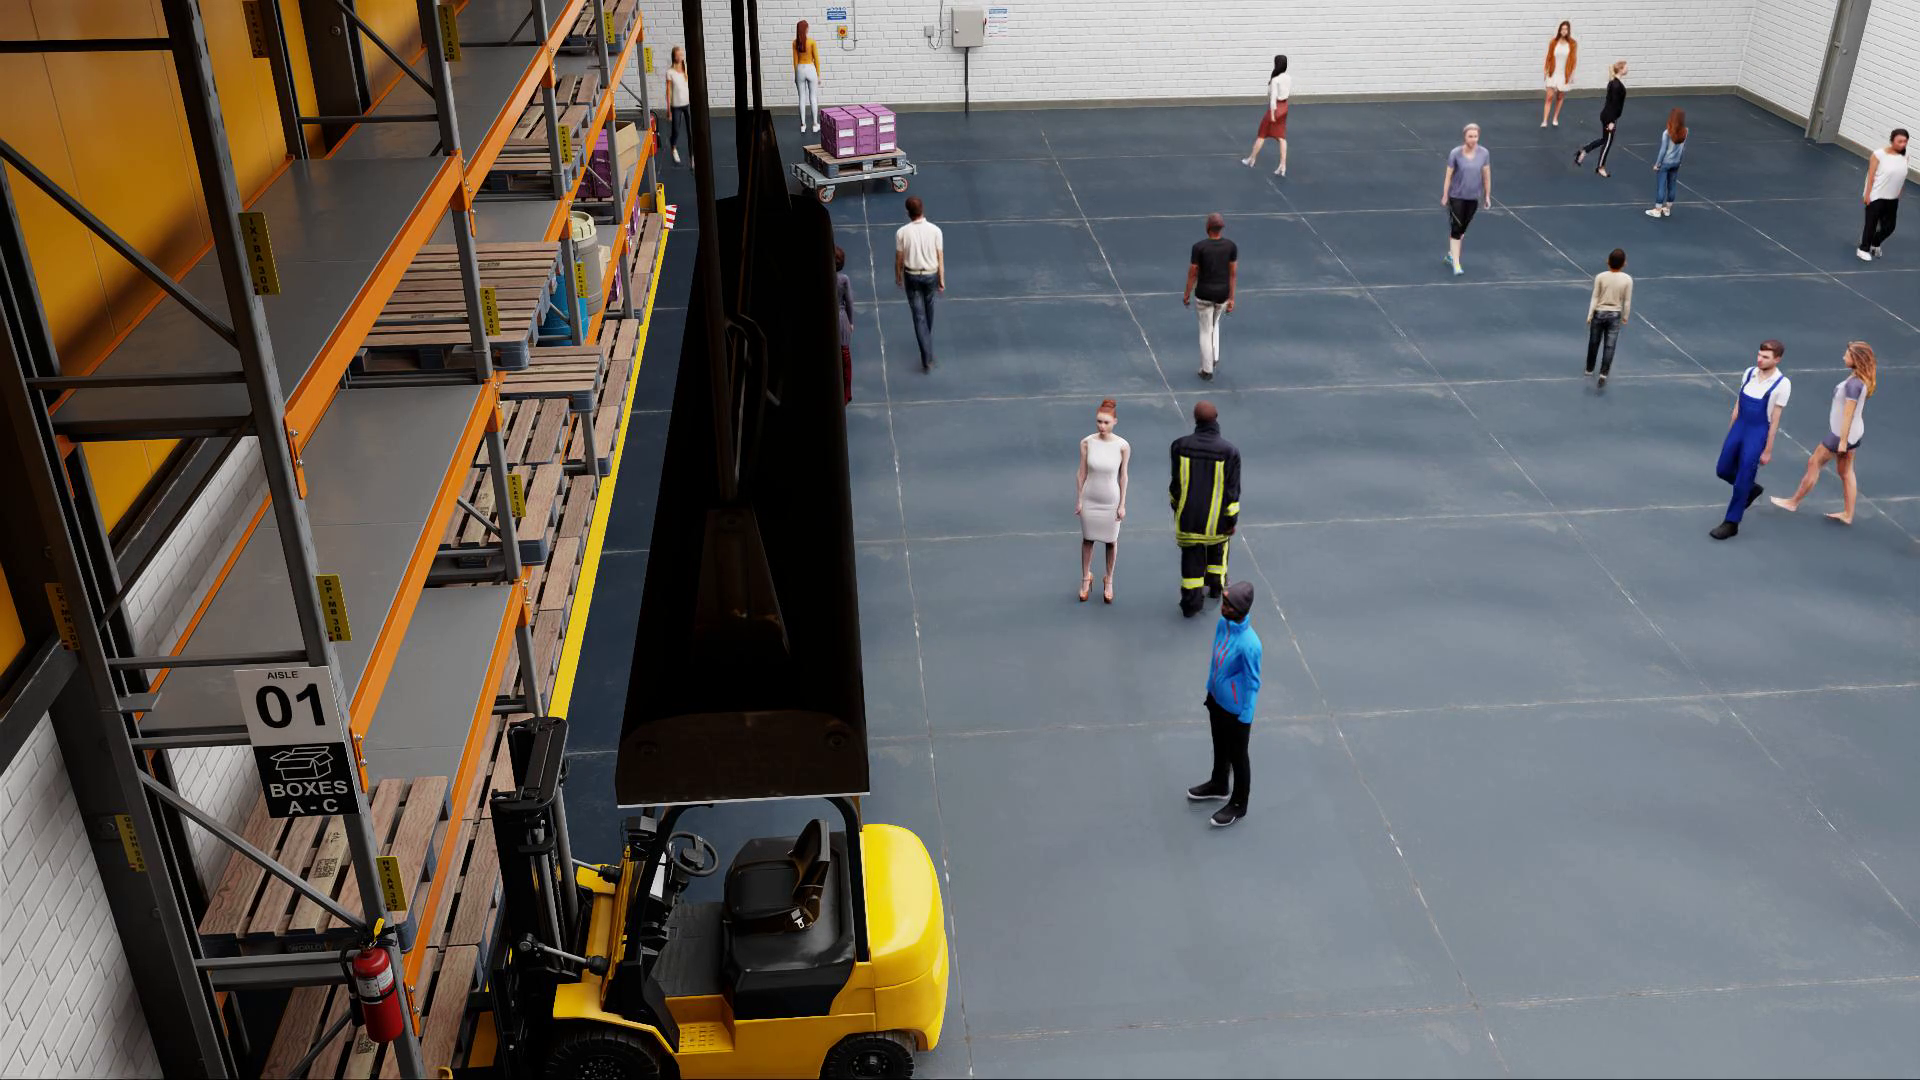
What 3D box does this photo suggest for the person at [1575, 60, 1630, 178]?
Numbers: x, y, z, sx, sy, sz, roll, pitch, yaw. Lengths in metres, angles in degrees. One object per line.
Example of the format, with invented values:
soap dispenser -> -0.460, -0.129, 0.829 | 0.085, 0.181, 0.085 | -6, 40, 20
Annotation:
person -> 9.365, -6.123, 24.227 | 0.822, 1.695, 0.841 | 6, 29, 11

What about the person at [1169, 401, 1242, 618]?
person -> 1.918, -0.213, 13.294 | 0.989, 1.789, 1.085 | 12, 31, 22

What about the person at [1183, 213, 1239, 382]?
person -> 2.680, -2.525, 17.533 | 0.720, 1.788, 0.797 | -8, 30, -14

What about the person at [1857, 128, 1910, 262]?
person -> 11.687, -4.404, 21.094 | 0.659, 1.677, 0.596 | -3, 29, -6

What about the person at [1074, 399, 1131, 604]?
person -> 1.150, -0.303, 13.455 | 0.614, 1.793, 0.565 | 6, 29, 10

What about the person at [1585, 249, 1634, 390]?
person -> 6.814, -2.317, 17.516 | 0.810, 1.440, 1.049 | 9, 30, 17

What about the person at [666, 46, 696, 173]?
person -> -4.151, -6.381, 24.615 | 0.916, 1.775, 1.238 | -14, 31, -23

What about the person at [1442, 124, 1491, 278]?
person -> 6.222, -4.224, 20.593 | 0.711, 1.840, 1.182 | -1, 29, -2

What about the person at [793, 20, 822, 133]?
person -> -2.446, -7.394, 26.499 | 0.628, 1.751, 0.632 | 4, 29, 7

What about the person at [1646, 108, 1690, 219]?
person -> 9.672, -5.140, 22.652 | 0.597, 1.476, 0.553 | -8, 30, -14

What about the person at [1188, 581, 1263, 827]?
person -> 1.805, 1.060, 10.955 | 0.736, 1.794, 0.572 | -11, 31, -20

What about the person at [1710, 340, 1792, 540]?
person -> 6.962, -0.900, 14.503 | 0.913, 1.837, 0.965 | -16, 32, -26

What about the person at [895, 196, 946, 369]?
person -> -0.423, -2.731, 17.902 | 0.711, 1.797, 1.225 | -3, 29, -5

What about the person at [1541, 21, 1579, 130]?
person -> 9.648, -7.481, 26.734 | 0.909, 1.677, 1.141 | 9, 30, 16

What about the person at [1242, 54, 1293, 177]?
person -> 4.695, -6.188, 24.316 | 0.932, 1.722, 1.062 | -22, 36, -35

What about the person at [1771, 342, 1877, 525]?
person -> 7.882, -0.898, 14.648 | 1.030, 1.695, 0.969 | 23, 36, 35
